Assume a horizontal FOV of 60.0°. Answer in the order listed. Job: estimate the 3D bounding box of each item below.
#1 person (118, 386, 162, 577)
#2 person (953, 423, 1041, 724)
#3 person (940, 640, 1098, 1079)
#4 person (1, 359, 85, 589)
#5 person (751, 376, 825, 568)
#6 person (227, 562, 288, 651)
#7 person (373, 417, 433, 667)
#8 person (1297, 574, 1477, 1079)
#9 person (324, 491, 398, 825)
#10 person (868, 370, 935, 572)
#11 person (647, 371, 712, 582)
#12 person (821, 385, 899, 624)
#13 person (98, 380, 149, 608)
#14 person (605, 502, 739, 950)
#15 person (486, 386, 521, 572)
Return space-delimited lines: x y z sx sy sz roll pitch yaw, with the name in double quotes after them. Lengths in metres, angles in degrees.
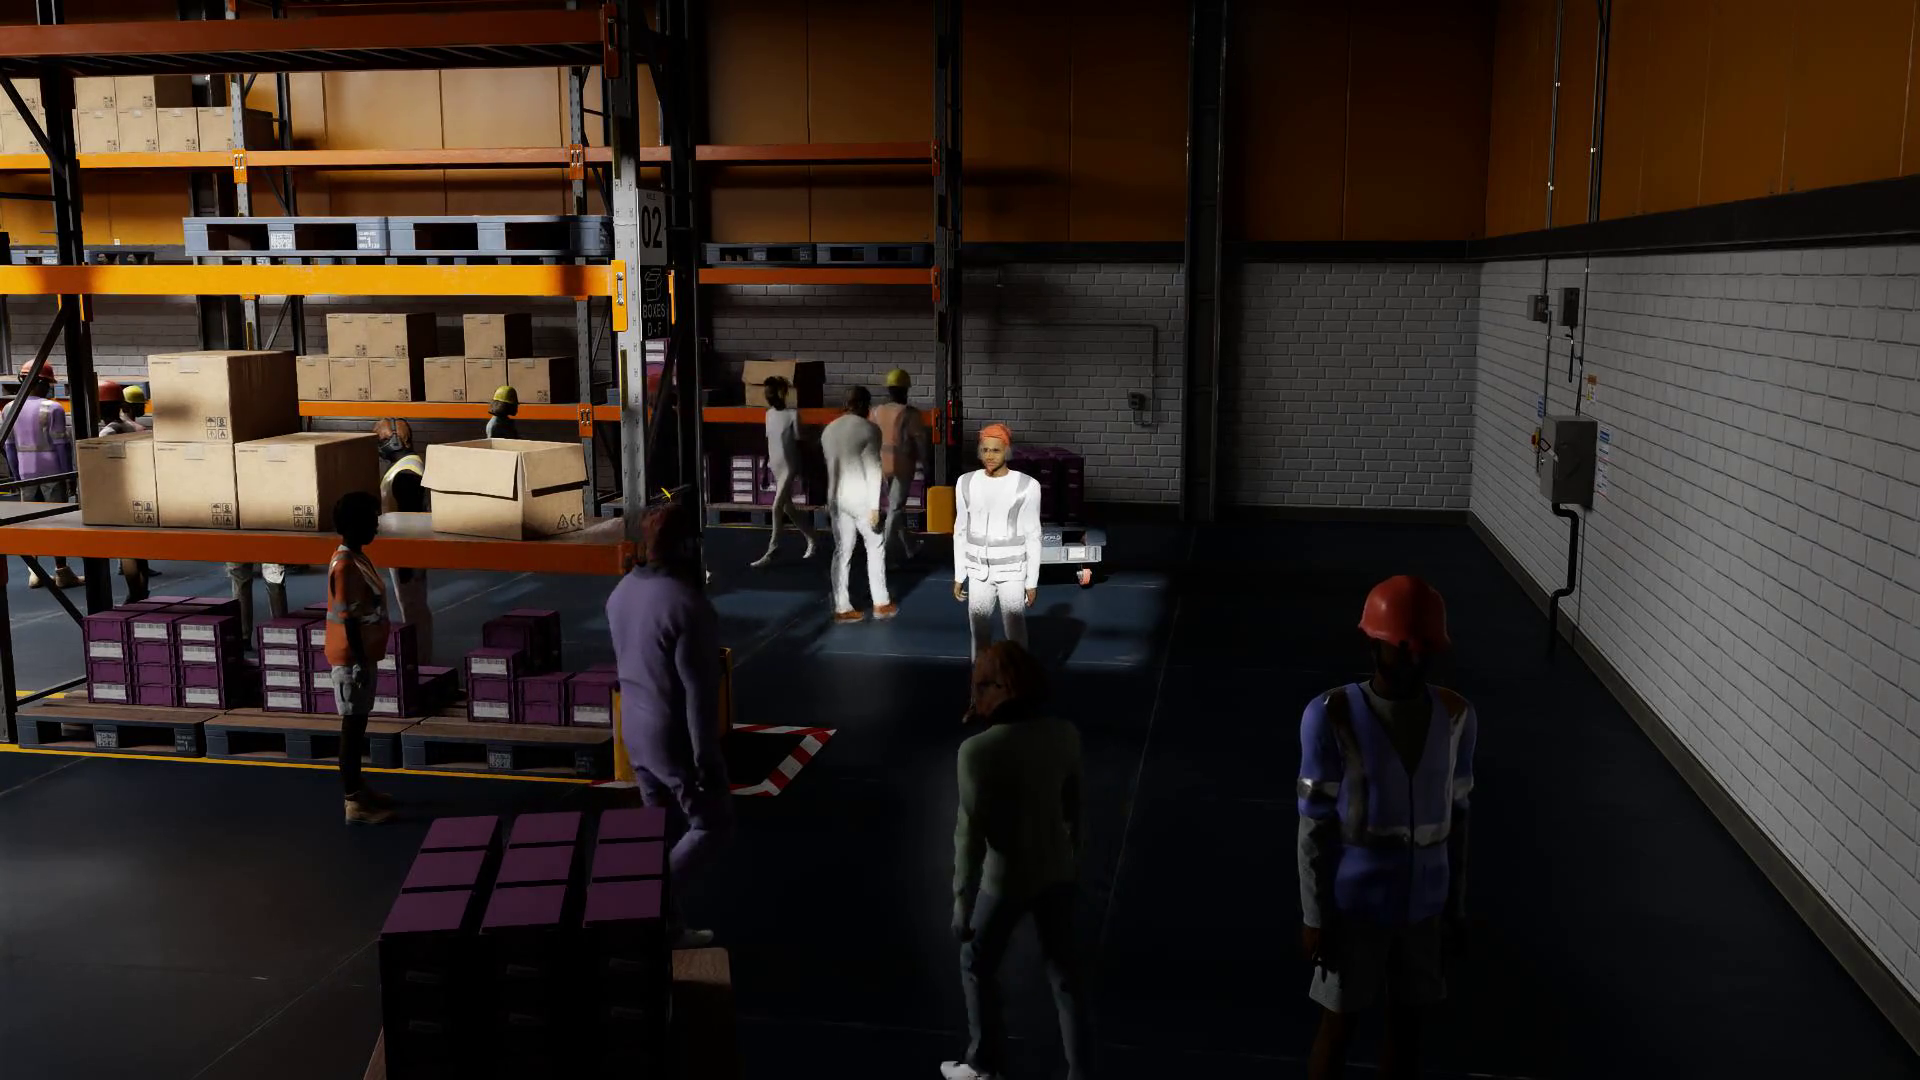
-7.572 -0.534 15.279 0.518 1.755 0.357 6 11 33 "person"
0.226 0.219 10.235 0.577 1.879 0.351 4 10 25 "person"
0.173 1.120 5.482 0.595 1.594 0.737 -6 11 -35 "person"
-8.082 -0.578 14.683 0.605 2.037 0.388 2 9 10 "person"
-1.652 -0.670 15.957 0.931 1.826 0.548 -9 13 -44 "person"
-5.260 -0.097 12.326 0.589 1.834 0.403 -7 11 -37 "person"
-3.726 0.096 11.134 0.429 1.837 0.626 -4 10 -23 "person"
1.254 1.052 4.875 0.544 1.938 0.355 -2 9 -12 "person"
-3.062 0.595 8.471 0.320 1.692 0.532 -3 10 -17 "person"
-0.559 -0.670 15.763 0.598 1.873 1.000 6 11 33 "person"
-2.434 -0.420 13.861 0.469 1.980 0.630 2 9 9 "person"
-0.818 -0.293 13.390 0.674 1.884 0.794 6 11 33 "person"
-6.788 -0.321 13.394 0.379 1.937 0.548 -1 9 -9 "person"
-1.168 0.791 6.640 0.476 1.887 0.666 -8 12 -40 "person"
-4.251 -0.576 15.608 0.309 1.735 0.484 1 9 4 "person"
